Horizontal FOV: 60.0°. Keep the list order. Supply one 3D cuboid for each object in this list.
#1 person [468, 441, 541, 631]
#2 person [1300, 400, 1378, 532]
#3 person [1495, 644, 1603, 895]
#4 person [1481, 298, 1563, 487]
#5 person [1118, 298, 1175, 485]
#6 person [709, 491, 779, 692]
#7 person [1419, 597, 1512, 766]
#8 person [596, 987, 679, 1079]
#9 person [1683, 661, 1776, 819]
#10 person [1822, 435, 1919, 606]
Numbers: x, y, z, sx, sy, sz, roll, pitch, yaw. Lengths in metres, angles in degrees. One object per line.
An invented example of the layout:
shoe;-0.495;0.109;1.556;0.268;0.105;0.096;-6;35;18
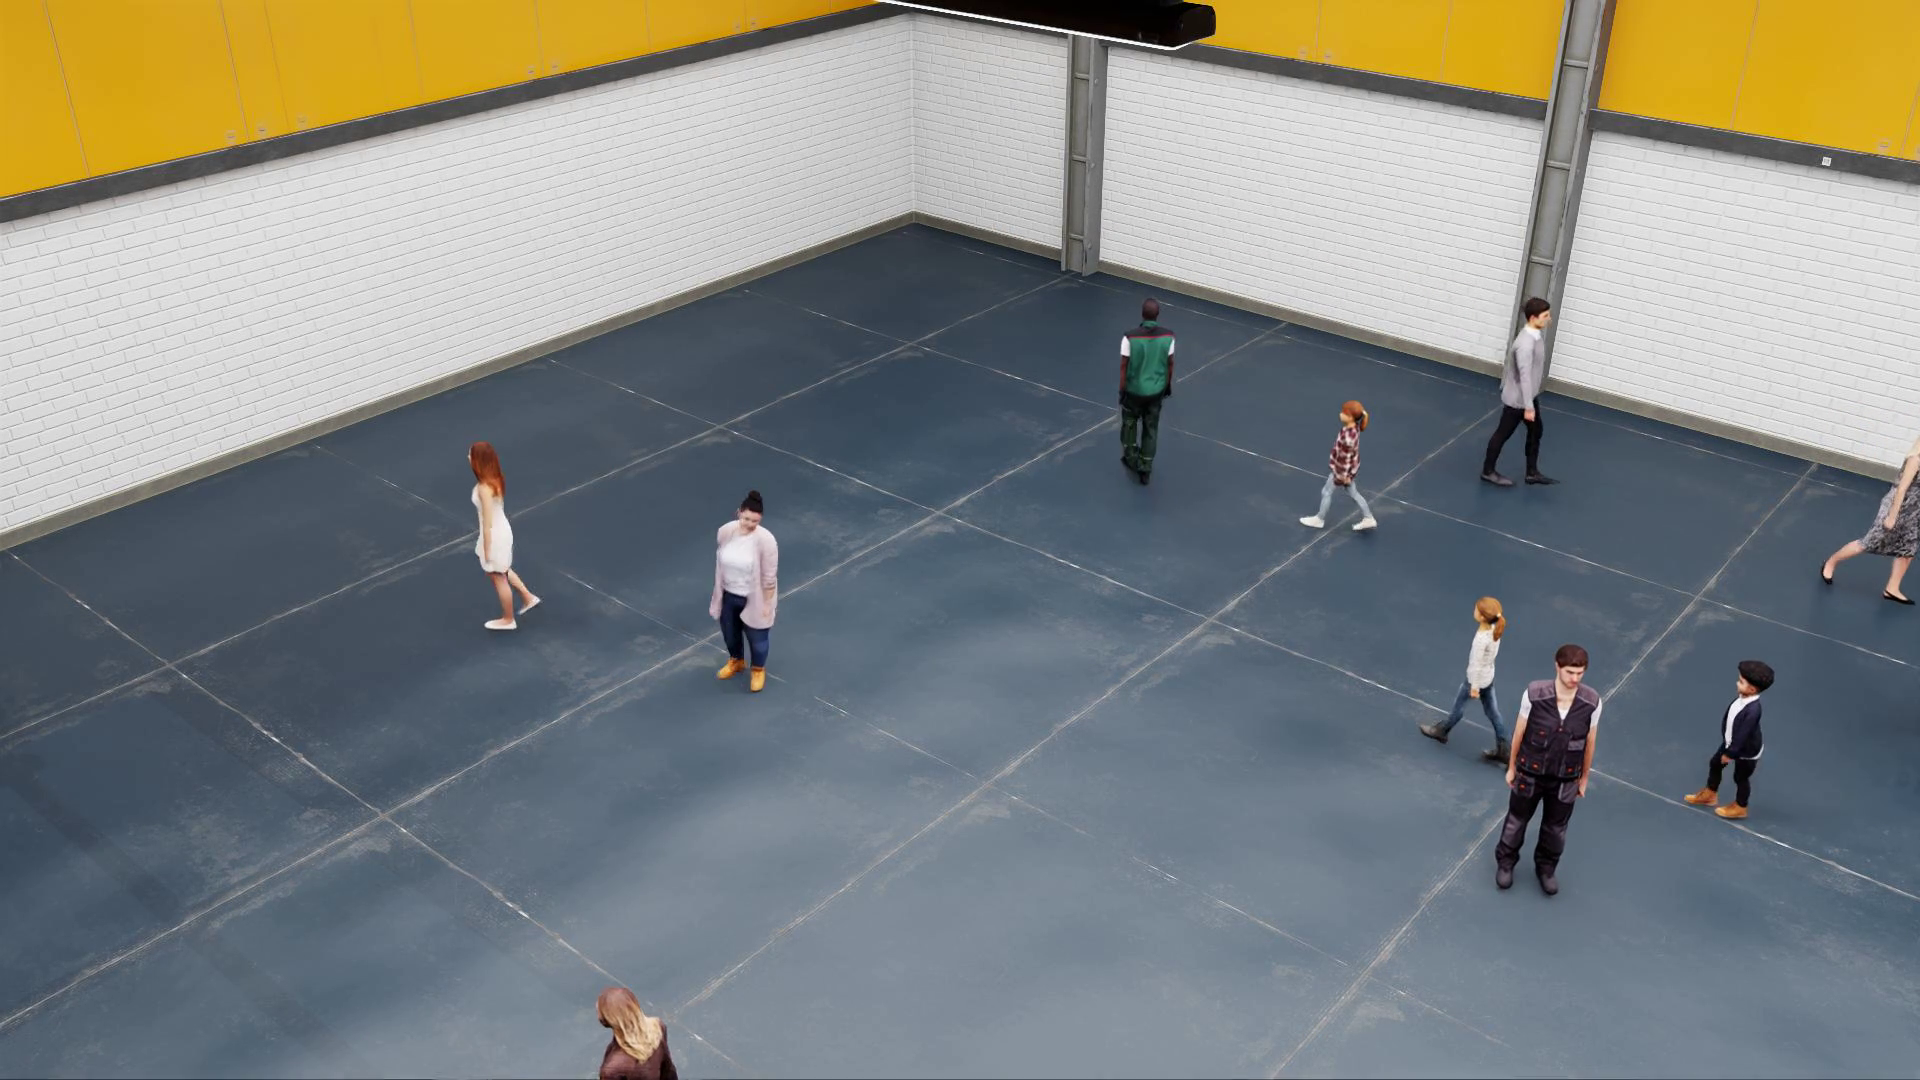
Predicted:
person;-3.653;-0.025;13.398;0.829;1.706;0.764;0;29;-1
person;3.536;-0.647;14.977;0.957;1.286;0.675;13;31;22
person;3.731;1.447;10.557;0.691;1.843;0.806;6;29;11
person;5.192;-1.379;15.682;1.029;1.896;0.857;16;32;26
person;1.768;-1.376;15.751;0.890;1.823;0.949;-3;29;-6
person;-1.620;0.386;12.640;0.674;1.711;0.864;21;35;34
person;3.789;1.035;11.901;0.926;1.279;0.495;24;37;37
person;-1.461;2.898;8.093;1.148;1.654;0.849;10;30;18
person;5.396;1.377;11.343;0.736;1.212;0.664;3;29;5
person;7.756;-0.266;13.889;0.743;1.659;1.045;-18;33;-29
